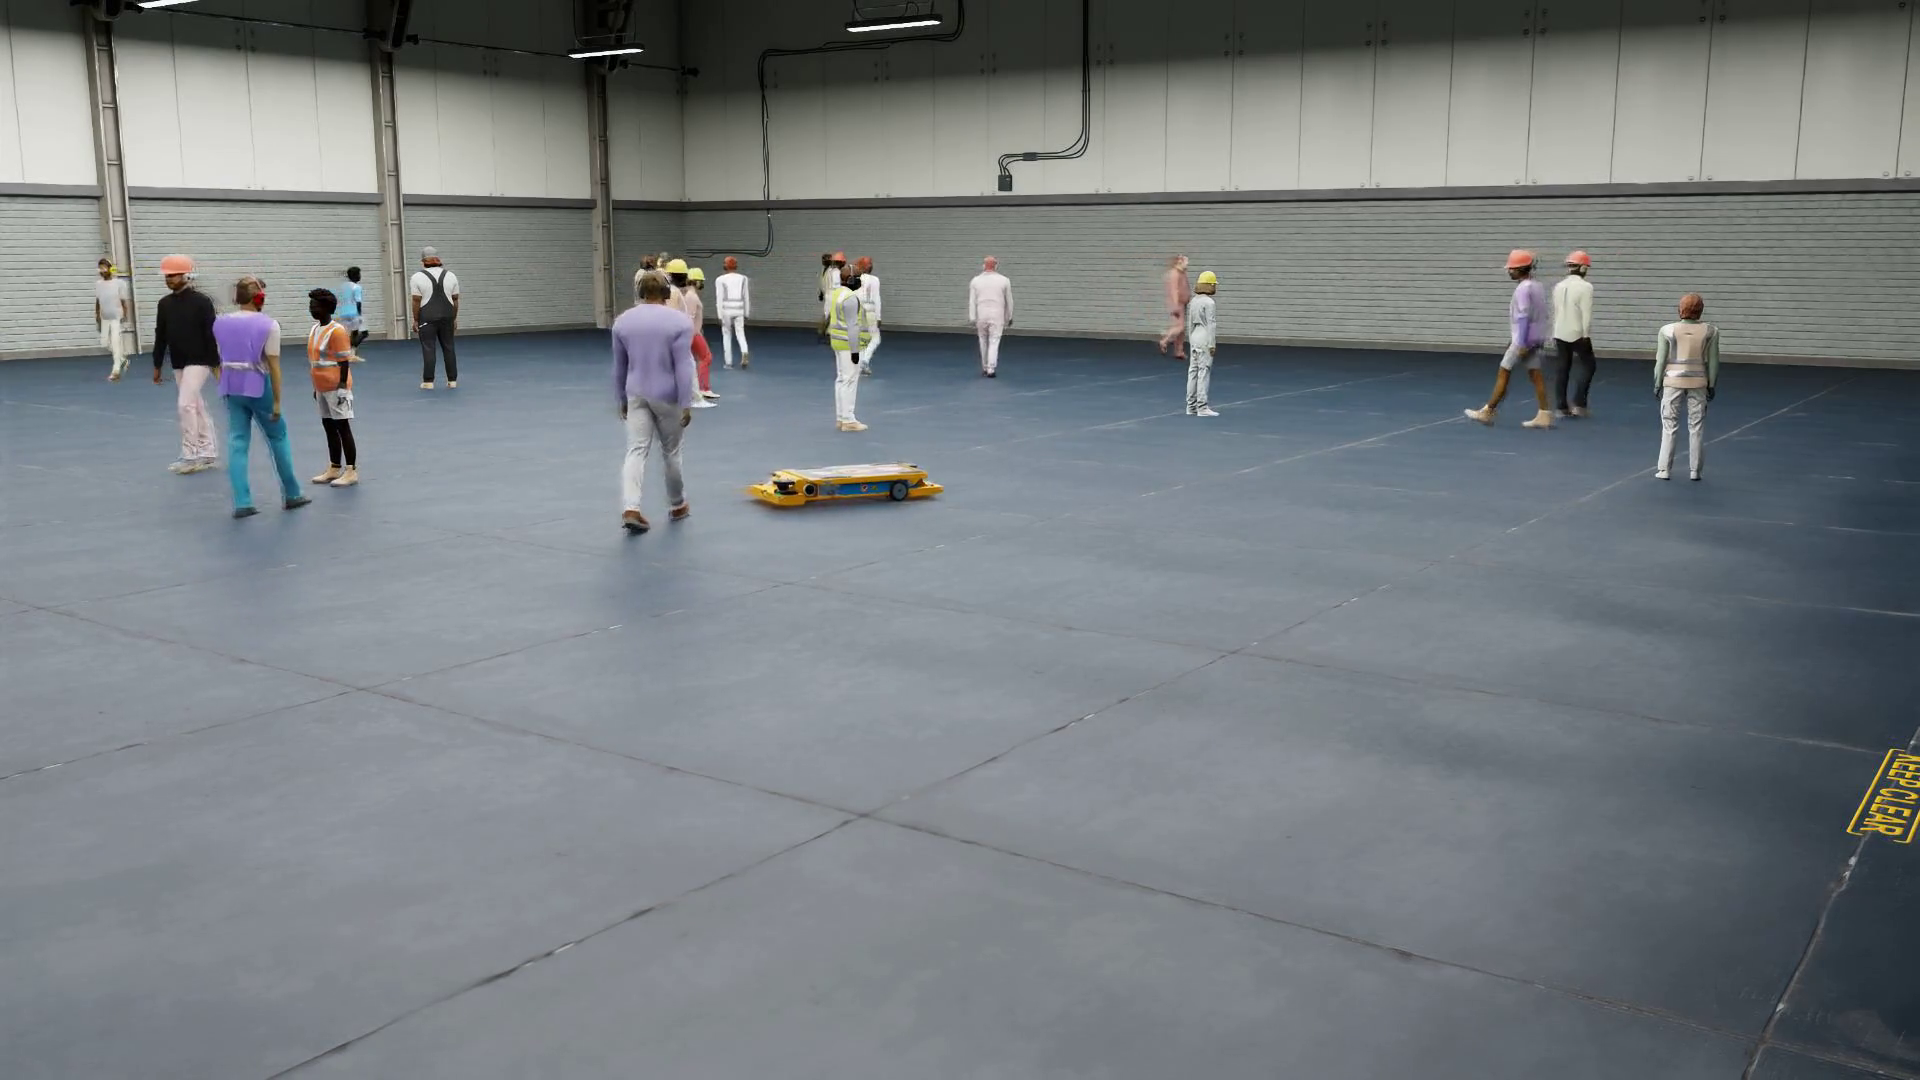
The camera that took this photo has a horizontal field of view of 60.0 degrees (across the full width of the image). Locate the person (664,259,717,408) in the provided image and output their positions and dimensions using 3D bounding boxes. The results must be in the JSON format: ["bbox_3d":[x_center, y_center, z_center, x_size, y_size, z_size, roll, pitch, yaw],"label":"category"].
[{"bbox_3d":[-3.617,-2.586,20.917,0.964,1.888,0.600,-2,10,-11],"label":"person"}]

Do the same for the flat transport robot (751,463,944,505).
[{"bbox_3d":[-0.916,-0.466,13.558,1.431,0.197,0.652,-5,11,-26],"label":"flat transport robot"}]

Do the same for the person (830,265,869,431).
[{"bbox_3d":[-1.226,-2.137,18.538,0.428,1.838,0.627,-3,11,-16],"label":"person"}]

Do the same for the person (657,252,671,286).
[{"bbox_3d":[-5.244,-4.212,29.925,0.428,1.926,0.636,-1,10,-6],"label":"person"}]

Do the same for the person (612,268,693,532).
[{"bbox_3d":[-2.254,-1.021,12.133,0.643,1.899,0.993,2,10,9],"label":"person"}]

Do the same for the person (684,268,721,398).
[{"bbox_3d":[-3.481,-2.753,22.261,0.670,1.743,0.528,-4,11,-19],"label":"person"}]

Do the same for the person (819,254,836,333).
[{"bbox_3d":[-3.057,-5.663,38.314,0.744,1.825,0.668,-5,12,-28],"label":"person"}]

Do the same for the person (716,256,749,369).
[{"bbox_3d":[-3.725,-3.727,27.365,0.585,1.866,0.718,-5,11,-25],"label":"person"}]

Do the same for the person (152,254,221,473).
[{"bbox_3d":[-7.092,-1.588,15.066,0.659,1.968,0.774,5,11,25],"label":"person"}]

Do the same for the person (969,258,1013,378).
[{"bbox_3d":[0.493,-3.475,25.991,0.645,1.847,1.053,2,10,11],"label":"person"}]

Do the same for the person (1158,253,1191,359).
[{"bbox_3d":[3.893,-4.179,29.806,0.495,1.891,0.667,4,11,21],"label":"person"}]

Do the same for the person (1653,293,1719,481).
[{"bbox_3d":[6.350,-1.331,14.568,0.523,1.639,0.306,3,10,14],"label":"person"}]

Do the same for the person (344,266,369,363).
[{"bbox_3d":[-10.486,-3.899,28.831,0.540,1.687,0.383,9,14,42],"label":"person"}]

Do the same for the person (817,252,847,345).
[{"bbox_3d":[-2.471,-4.936,34.078,1.020,1.884,0.563,0,10,1],"label":"person"}]

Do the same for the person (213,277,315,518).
[{"bbox_3d":[-5.394,-1.106,12.819,0.594,1.810,0.857,2,10,8],"label":"person"}]

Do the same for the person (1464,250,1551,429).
[{"bbox_3d":[6.221,-2.253,18.726,1.041,1.986,0.626,7,13,36],"label":"person"}]

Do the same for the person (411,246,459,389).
[{"bbox_3d":[-7.561,-3.195,23.886,0.678,2.000,0.537,-7,12,-36],"label":"person"}]

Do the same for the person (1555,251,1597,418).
[{"bbox_3d":[7.362,-2.438,19.796,0.572,1.979,0.653,-4,11,-22],"label":"person"}]

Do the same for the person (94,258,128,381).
[{"bbox_3d":[-12.892,-3.353,25.319,0.512,1.853,0.567,1,10,6],"label":"person"}]

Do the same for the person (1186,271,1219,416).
[{"bbox_3d":[2.951,-2.369,20.095,0.324,1.740,0.492,-4,11,-22],"label":"person"}]

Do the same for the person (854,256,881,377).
[{"bbox_3d":[-1.468,-3.474,25.914,0.605,1.871,0.425,7,12,33],"label":"person"}]

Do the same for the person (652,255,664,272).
[{"bbox_3d":[-6.038,-4.801,33.446,0.504,1.840,0.345,0,10,0],"label":"person"}]

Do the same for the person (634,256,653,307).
[{"bbox_3d":[-5.729,-4.261,30.420,0.430,1.840,0.626,-4,11,-20],"label":"person"}]

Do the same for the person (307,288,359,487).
[{"bbox_3d":[-5.395,-1.304,14.254,0.539,1.695,0.319,9,14,43],"label":"person"}]
